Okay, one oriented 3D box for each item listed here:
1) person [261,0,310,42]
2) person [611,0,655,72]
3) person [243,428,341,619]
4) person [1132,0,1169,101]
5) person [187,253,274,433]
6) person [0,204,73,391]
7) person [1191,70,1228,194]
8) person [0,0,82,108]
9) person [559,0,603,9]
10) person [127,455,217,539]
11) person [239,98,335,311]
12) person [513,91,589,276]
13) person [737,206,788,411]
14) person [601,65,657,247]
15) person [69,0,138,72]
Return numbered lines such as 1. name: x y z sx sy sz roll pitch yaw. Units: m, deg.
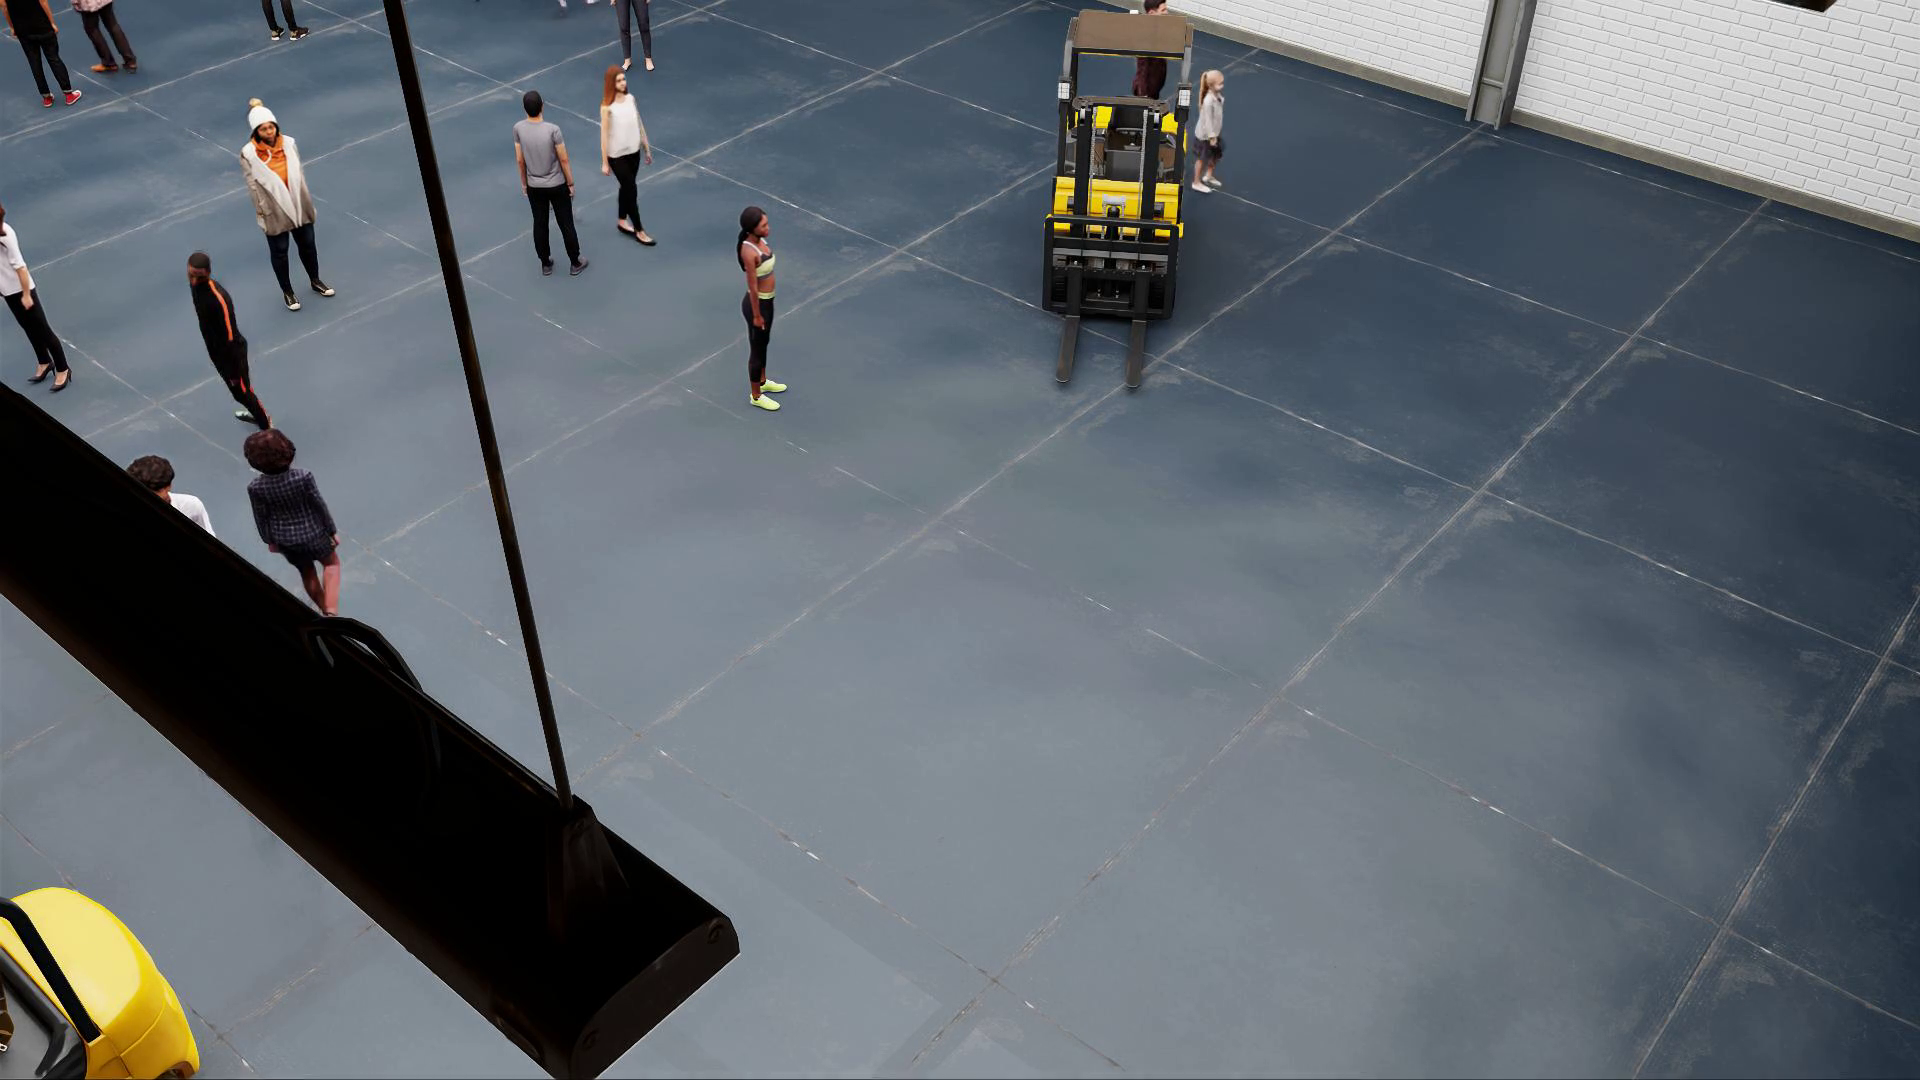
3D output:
1. person: -8.111 -6.789 19.462 0.704 1.852 0.811 4 39 5
2. person: -3.728 -6.199 18.789 0.681 1.768 0.736 -4 39 -5
3. person: -4.381 0.047 11.045 0.807 1.673 0.864 -6 39 -8
4. person: 1.885 -4.562 16.662 0.737 1.864 0.770 10 40 13
5. person: -5.646 -1.497 12.894 0.915 1.778 0.579 -21 43 -24
6. person: -7.676 -2.039 13.560 0.492 1.794 0.695 22 44 25
7. person: 2.416 -4.071 16.528 0.571 1.266 0.522 20 43 24
8. person: -10.047 -5.572 18.013 0.727 1.758 0.766 -8 39 -9
9. person: -4.702 -7.237 20.234 0.765 1.587 0.942 -28 46 -30
10. person: -4.985 0.214 10.727 0.711 1.808 0.699 -15 41 -18
11. person: -5.972 -2.975 14.656 0.683 1.888 0.702 32 48 33
12. person: -3.752 -3.235 15.090 0.670 1.754 0.761 2 39 2
13. person: -1.627 -1.887 13.401 0.666 1.754 0.646 4 39 6
14. person: -3.222 -3.636 15.632 0.830 1.703 0.658 23 44 26
15. person: -9.681 -6.083 18.633 0.869 1.782 0.866 17 42 20
